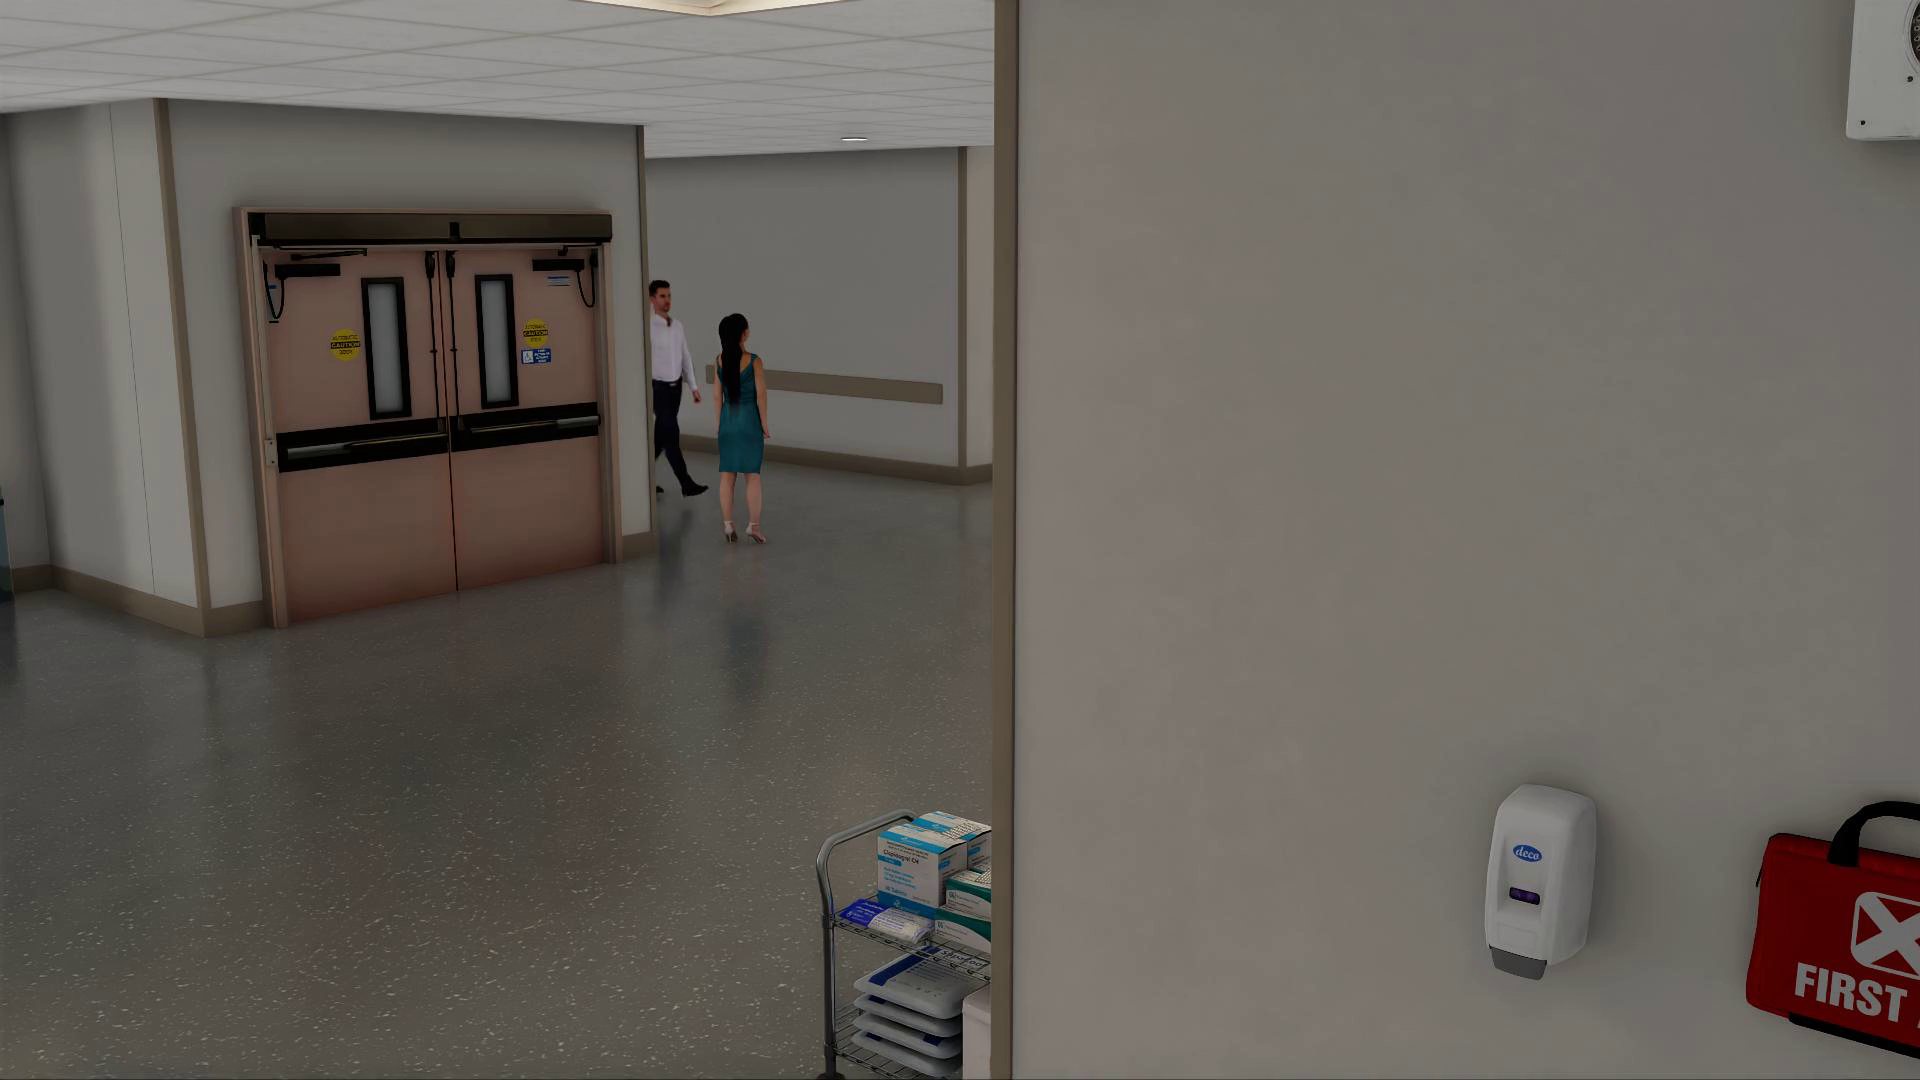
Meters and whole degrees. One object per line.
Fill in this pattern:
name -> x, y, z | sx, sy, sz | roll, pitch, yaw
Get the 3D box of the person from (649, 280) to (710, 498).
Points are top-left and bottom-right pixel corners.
person -> -2.580, -1.270, 14.210 | 0.711, 1.826, 1.158 | 8, 13, 37

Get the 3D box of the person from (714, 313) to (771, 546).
person -> -1.609, -0.810, 12.158 | 0.623, 1.686, 0.613 | 3, 11, 14
